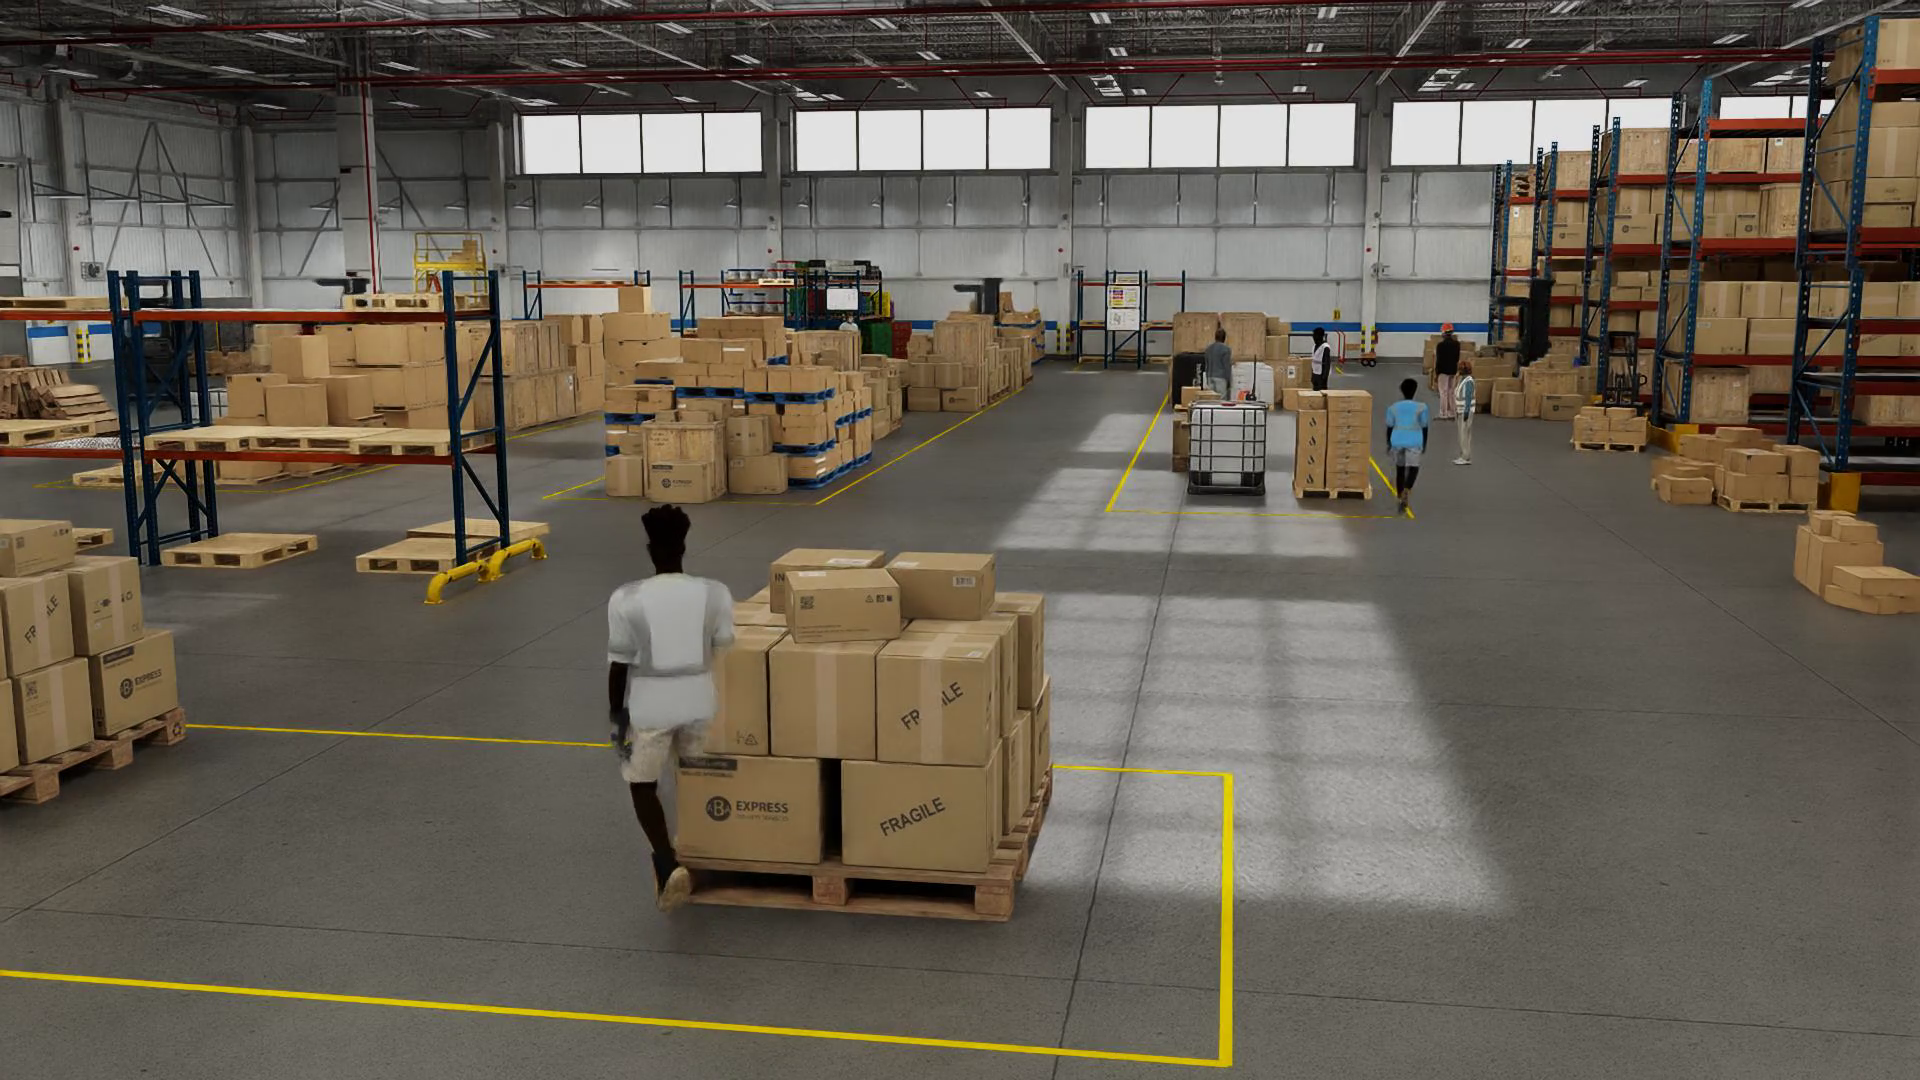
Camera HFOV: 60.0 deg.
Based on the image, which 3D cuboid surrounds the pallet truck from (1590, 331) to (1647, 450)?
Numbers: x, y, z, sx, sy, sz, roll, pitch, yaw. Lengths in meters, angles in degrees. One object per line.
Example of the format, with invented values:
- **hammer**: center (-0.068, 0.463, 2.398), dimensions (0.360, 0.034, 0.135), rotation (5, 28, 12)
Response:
- **pallet truck**: center (11.253, -2.573, 28.499), dimensions (0.823, 1.965, 1.885), rotation (5, 10, 27)

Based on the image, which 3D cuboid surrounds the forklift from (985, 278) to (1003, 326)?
- **forklift**: center (0.930, -5.945, 46.577), dimensions (1.873, 2.768, 1.129), rotation (1, 9, 9)

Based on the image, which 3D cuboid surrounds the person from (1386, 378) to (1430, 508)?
- **person**: center (5.648, -1.212, 21.072), dimensions (0.540, 1.684, 0.631), rotation (5, 10, 28)

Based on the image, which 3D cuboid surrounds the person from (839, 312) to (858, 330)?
- **person**: center (-2.940, -5.094, 44.241), dimensions (0.379, 1.937, 0.629), rotation (9, 13, 44)

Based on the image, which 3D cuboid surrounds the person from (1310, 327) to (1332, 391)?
- **person**: center (7.145, -3.253, 32.961), dimensions (0.398, 1.913, 0.589), rotation (-2, 9, -13)

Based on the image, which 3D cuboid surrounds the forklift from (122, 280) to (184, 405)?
- **forklift**: center (-18.314, -4.495, 37.635), dimensions (1.129, 2.768, 1.873), rotation (-3, 10, -18)

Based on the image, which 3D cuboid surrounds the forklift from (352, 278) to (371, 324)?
- **forklift**: center (-15.667, -5.468, 43.635), dimensions (1.873, 2.768, 1.129), rotation (-3, 10, -17)

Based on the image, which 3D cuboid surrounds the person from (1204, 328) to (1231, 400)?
- **person**: center (4.945, -3.089, 31.895), dimensions (0.366, 1.931, 0.630), rotation (-7, 12, -38)

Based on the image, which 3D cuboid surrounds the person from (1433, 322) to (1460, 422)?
- **person**: center (9.738, -3.354, 33.318), dimensions (0.612, 1.995, 0.392), rotation (-5, 11, -29)

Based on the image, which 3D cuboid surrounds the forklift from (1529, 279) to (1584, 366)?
- **forklift**: center (13.182, -4.530, 37.850), dimensions (1.873, 2.768, 1.129), rotation (2, 9, 10)

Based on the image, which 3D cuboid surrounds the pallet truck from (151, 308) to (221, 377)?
- **pallet truck**: center (-21.869, -5.598, 47.154), dimensions (0.823, 1.965, 1.885), rotation (4, 10, 26)

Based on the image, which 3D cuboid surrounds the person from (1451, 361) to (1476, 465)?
- **person**: center (7.901, -1.993, 26.053), dimensions (0.323, 1.631, 0.524), rotation (0, 9, 1)

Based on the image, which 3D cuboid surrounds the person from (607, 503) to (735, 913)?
- **person**: center (-1.352, 0.797, 7.877), dimensions (0.625, 1.948, 0.735), rotation (-4, 10, -23)
